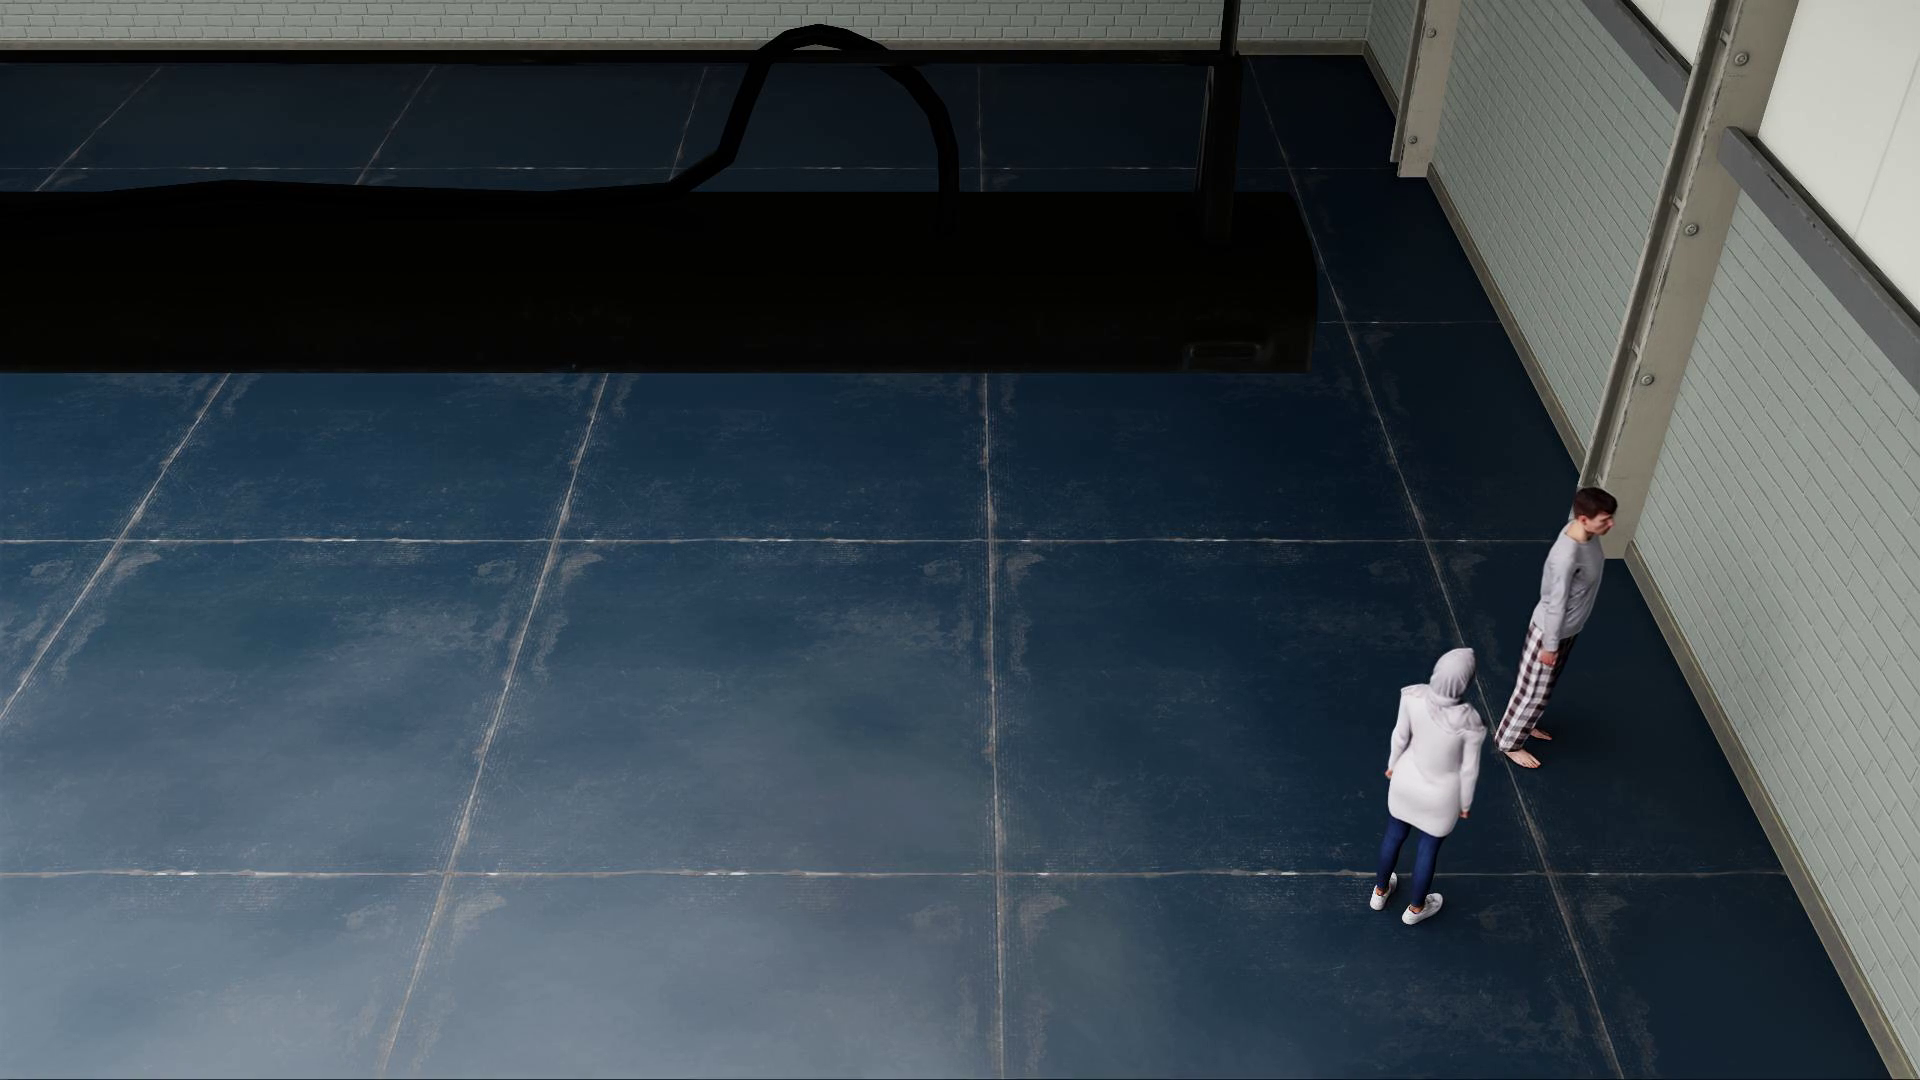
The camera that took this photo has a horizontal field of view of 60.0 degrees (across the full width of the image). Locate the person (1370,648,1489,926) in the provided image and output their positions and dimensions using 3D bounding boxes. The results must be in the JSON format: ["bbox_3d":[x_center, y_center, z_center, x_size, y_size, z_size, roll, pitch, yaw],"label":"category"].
[{"bbox_3d":[2.342,1.238,8.350,0.691,1.775,0.733,27,45,31],"label":"person"}]

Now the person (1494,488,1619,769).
[{"bbox_3d":[3.338,0.463,9.310,0.772,1.847,0.666,22,42,26],"label":"person"}]
